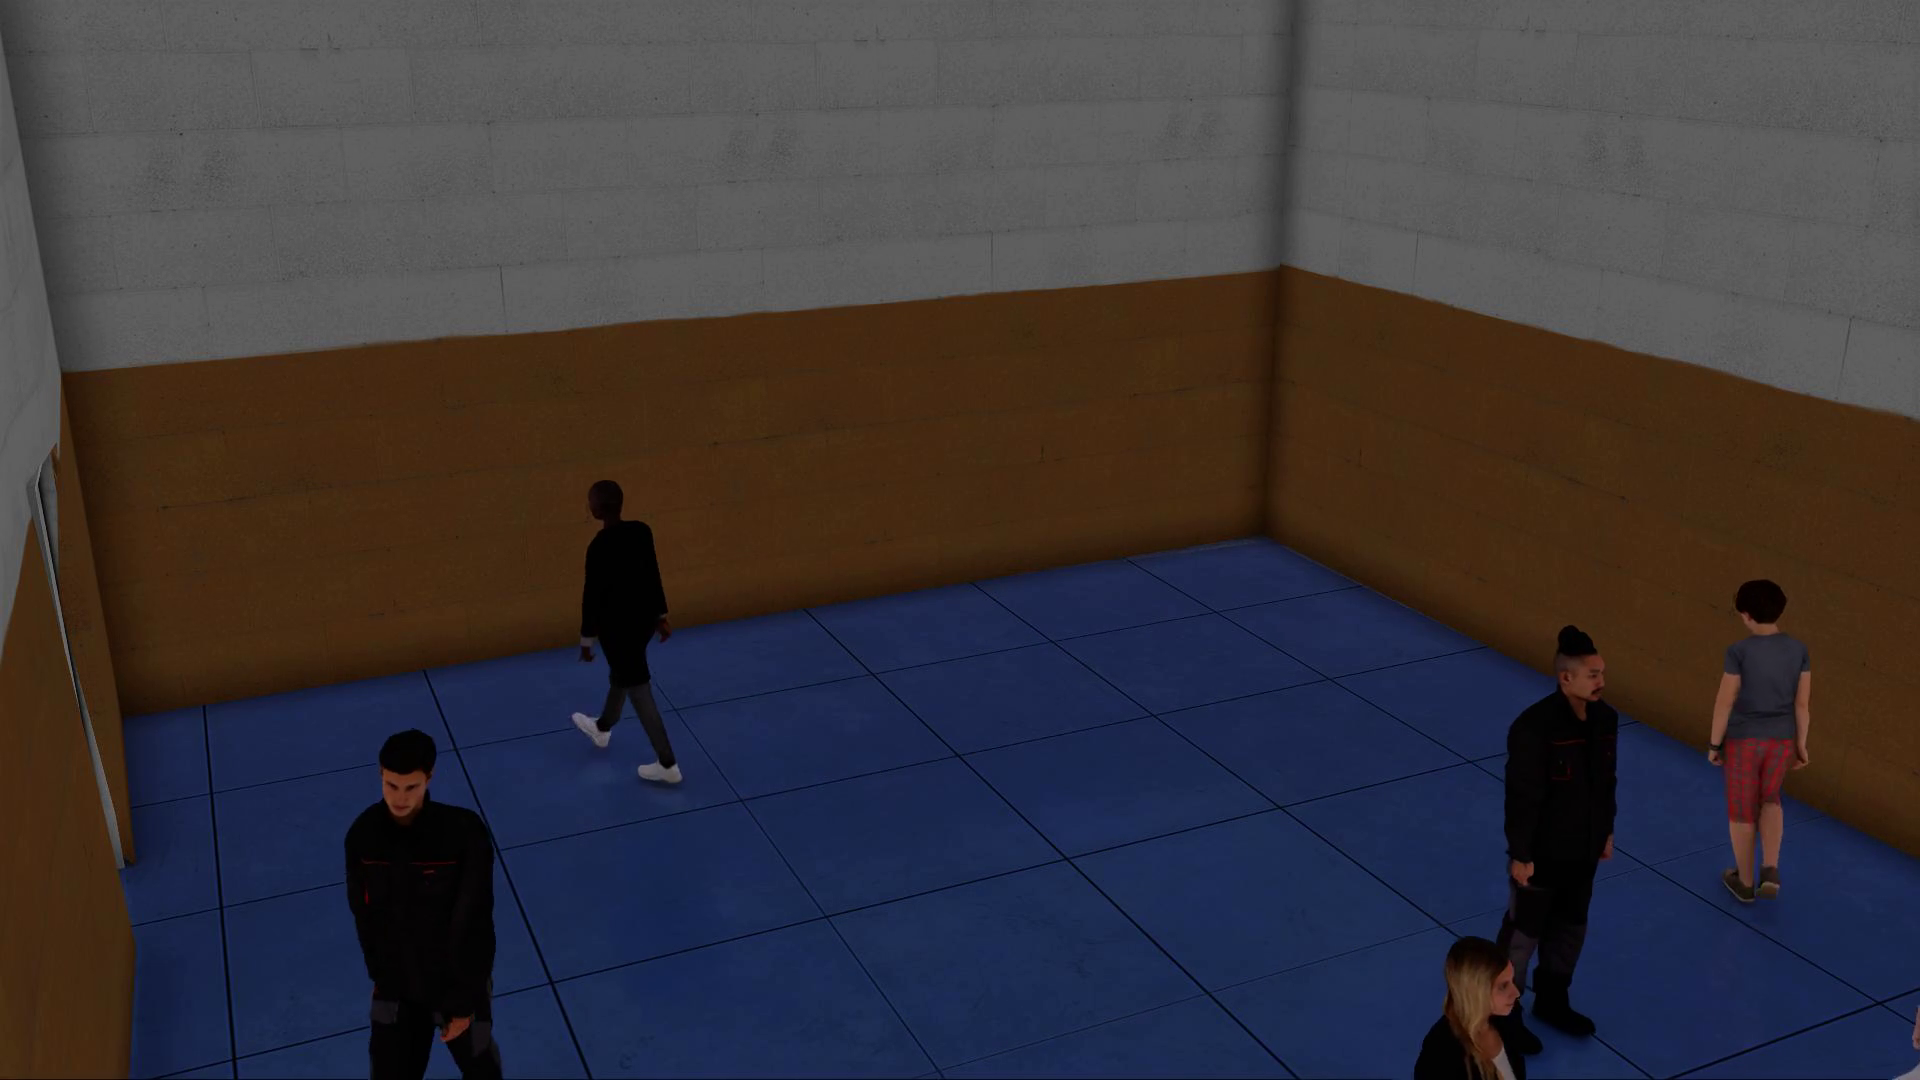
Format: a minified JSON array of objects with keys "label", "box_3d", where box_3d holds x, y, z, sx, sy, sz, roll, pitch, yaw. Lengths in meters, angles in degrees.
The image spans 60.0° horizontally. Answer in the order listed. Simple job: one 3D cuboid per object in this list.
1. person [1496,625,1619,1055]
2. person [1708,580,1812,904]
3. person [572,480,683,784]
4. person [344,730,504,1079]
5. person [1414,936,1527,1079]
[{"label":"person","box_3d":[2.460,1.224,6.935,0.550,1.866,0.828,-10,21,-27]},{"label":"person","box_3d":[3.822,1.024,7.915,0.803,1.629,0.843,3,19,9]},{"label":"person","box_3d":[-1.773,0.548,9.216,1.145,1.714,1.162,10,21,28]},{"label":"person","box_3d":[-1.859,1.532,6.032,1.293,1.883,1.159,2,19,6]},{"label":"person","box_3d":[1.458,1.946,5.195,0.934,1.633,1.052,15,24,38]}]
